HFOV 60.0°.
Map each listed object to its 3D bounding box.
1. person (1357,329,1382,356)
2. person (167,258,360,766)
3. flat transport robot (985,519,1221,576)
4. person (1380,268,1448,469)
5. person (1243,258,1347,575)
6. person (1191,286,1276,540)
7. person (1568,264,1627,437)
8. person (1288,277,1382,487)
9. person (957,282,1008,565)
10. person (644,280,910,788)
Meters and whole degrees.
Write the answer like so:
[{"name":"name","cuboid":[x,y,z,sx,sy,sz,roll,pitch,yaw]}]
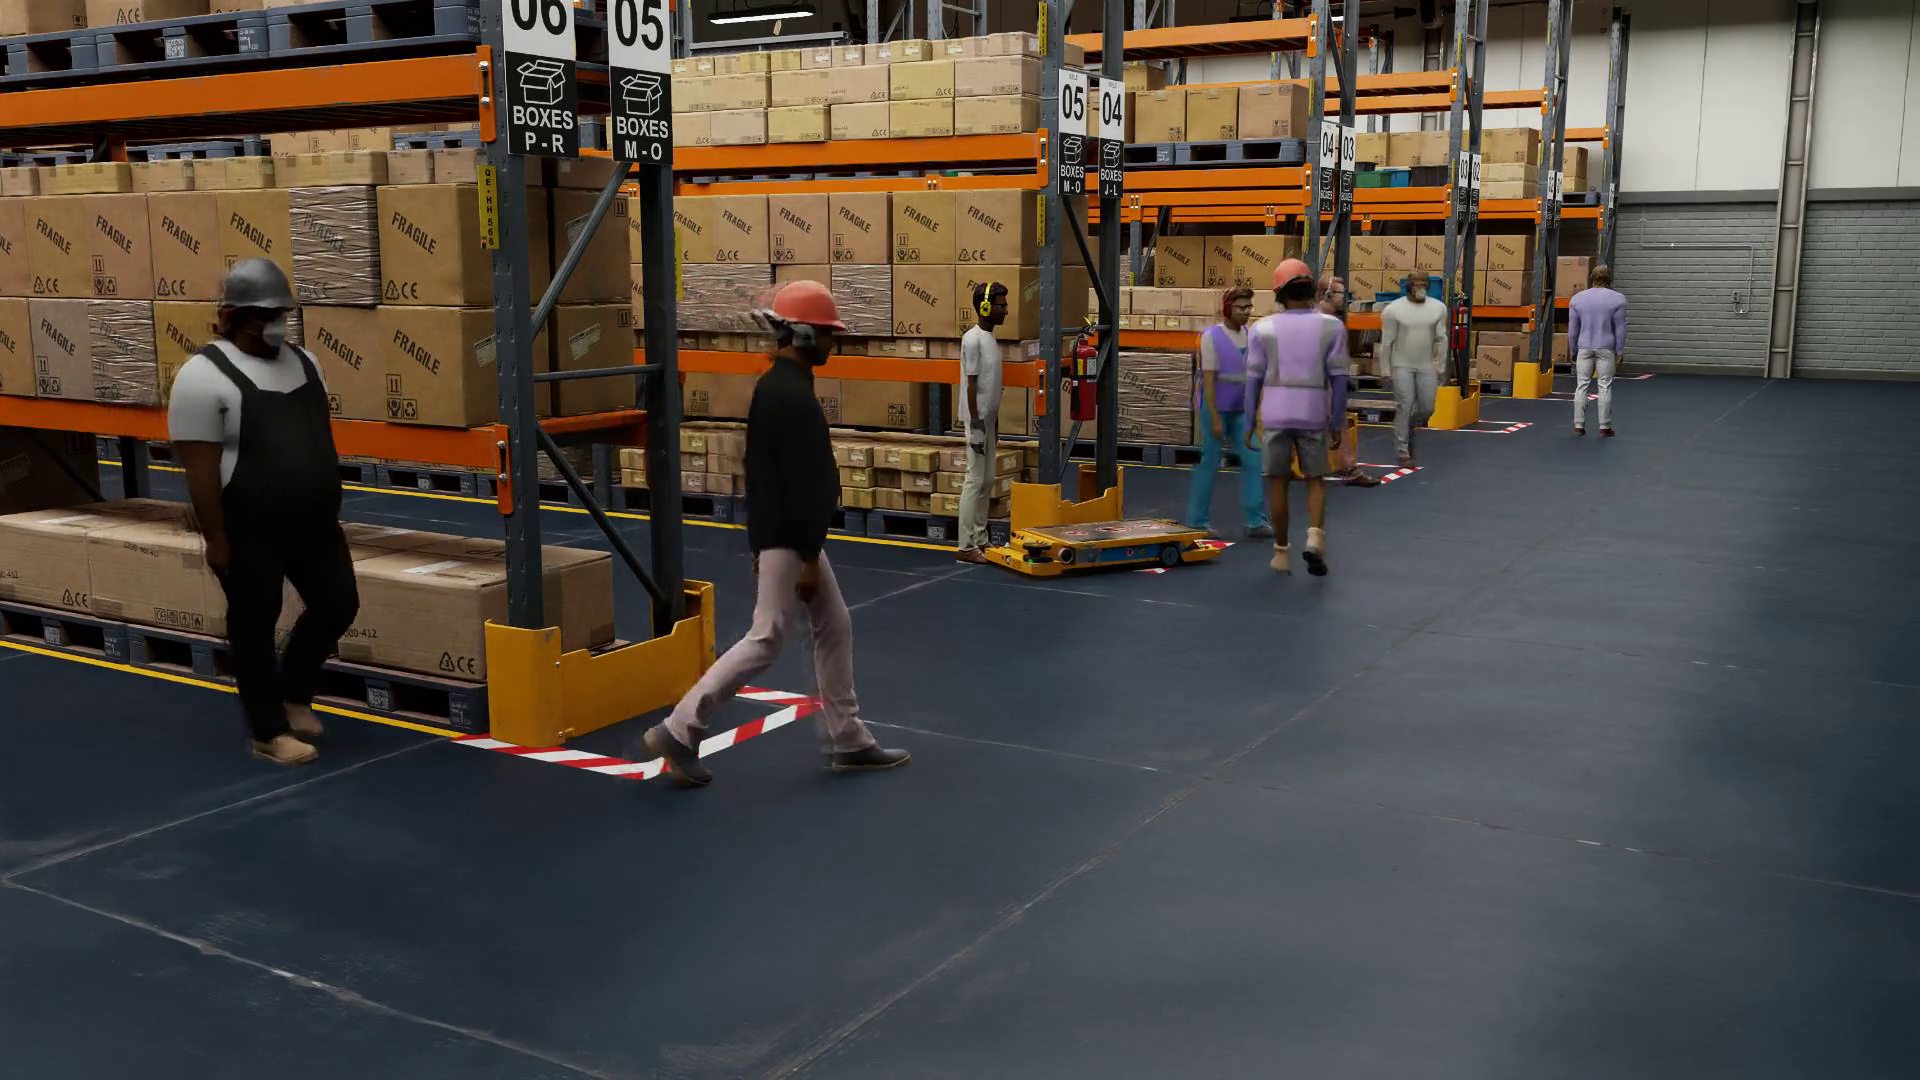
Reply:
[{"name":"person","cuboid":[6.602,-3.451,26.350,1.048,1.999,0.614,6,11,32]},{"name":"person","cuboid":[-2.725,-0.106,6.605,0.536,2.000,0.713,5,11,28]},{"name":"flat transport robot","cuboid":[0.943,0.032,10.969,1.431,0.197,0.652,-5,11,-26]},{"name":"person","cuboid":[4.338,-1.646,15.989,0.671,1.918,0.544,-1,10,-6]},{"name":"person","cuboid":[2.115,-0.761,10.514,0.622,2.018,0.558,1,10,5]},{"name":"person","cuboid":[1.975,-0.875,11.764,0.586,1.812,0.830,-8,13,-40]},{"name":"person","cuboid":[7.170,-2.128,18.741,0.629,1.940,0.373,6,11,32]},{"name":"person","cuboid":[3.246,-1.398,14.771,0.969,1.854,0.646,2,10,14]},{"name":"person","cuboid":[0.160,-0.768,11.020,0.325,1.860,0.515,3,10,18]},{"name":"person","cuboid":[-0.721,-0.015,6.361,0.996,1.953,0.629,-2,10,-13]}]
